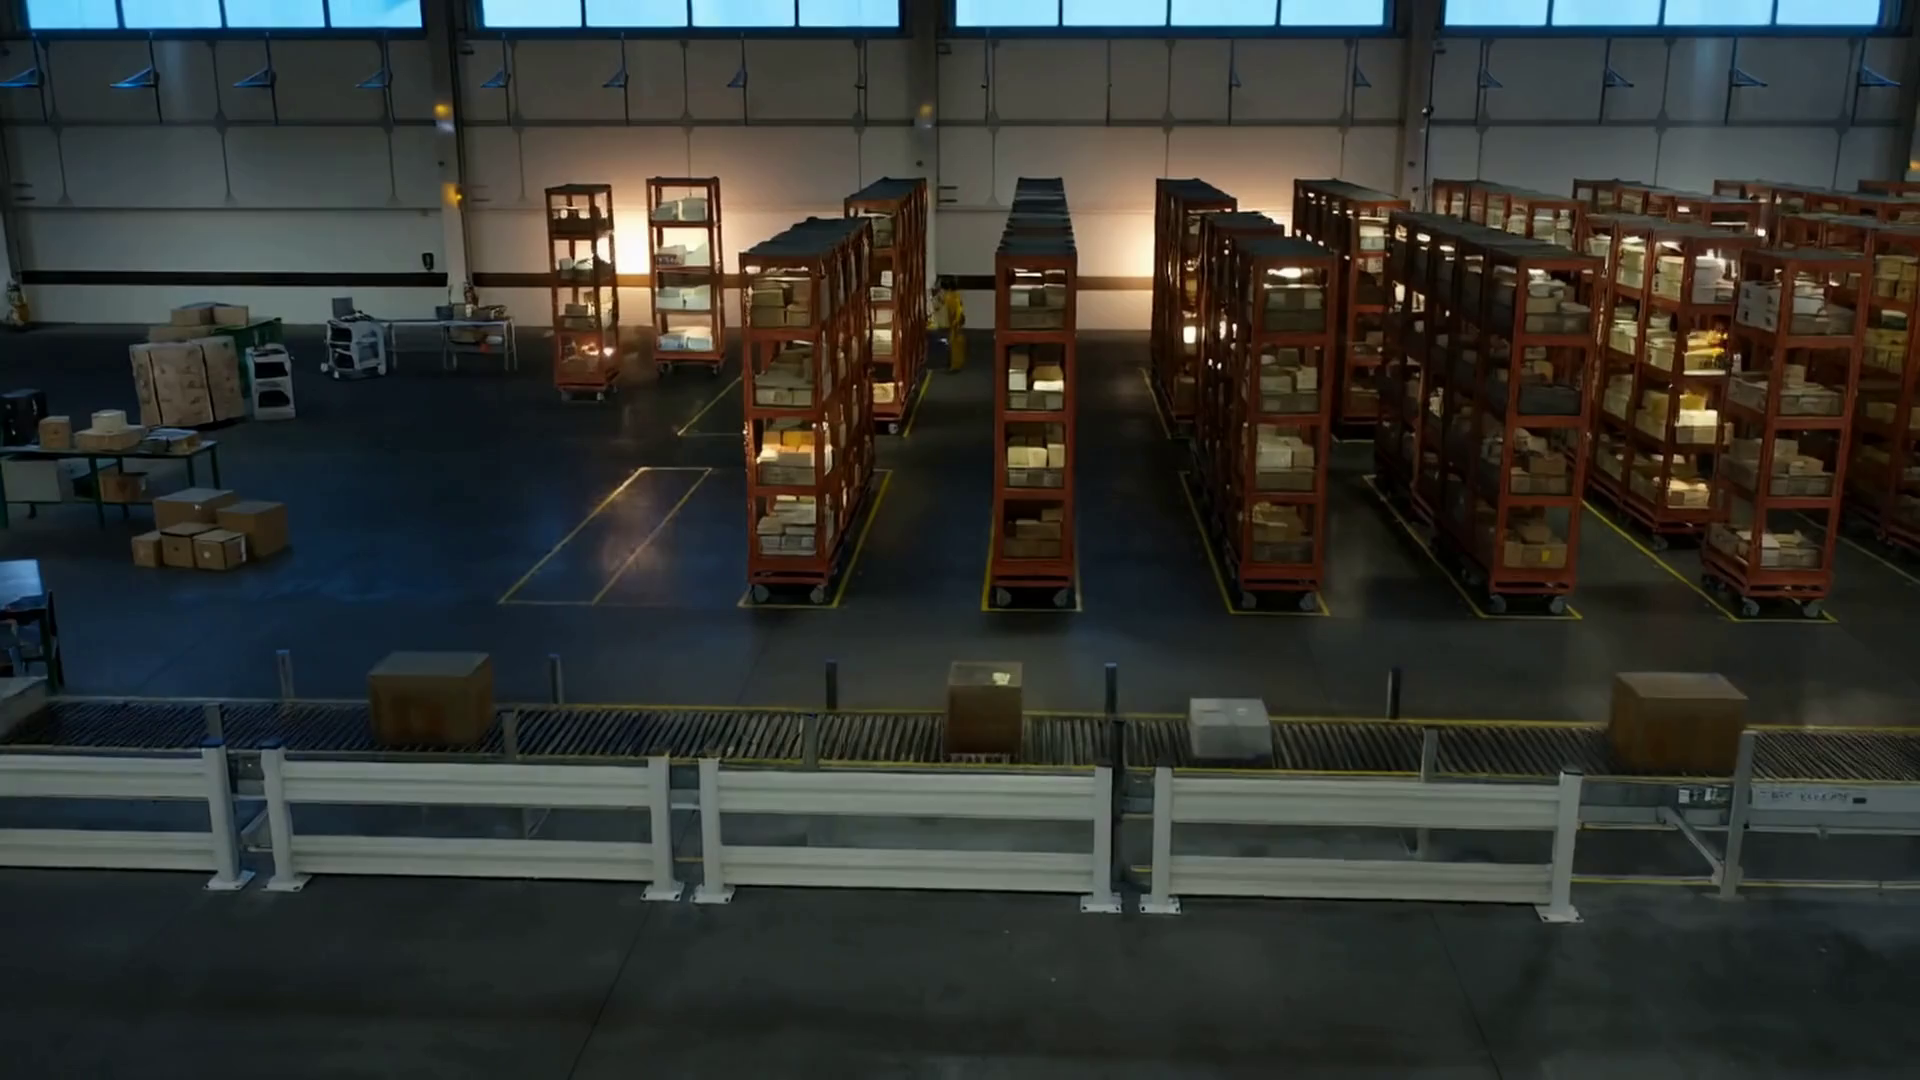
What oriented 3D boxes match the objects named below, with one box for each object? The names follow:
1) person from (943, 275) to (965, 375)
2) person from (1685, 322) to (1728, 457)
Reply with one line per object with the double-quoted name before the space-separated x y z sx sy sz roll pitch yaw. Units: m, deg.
"person" -0.100 -3.991 30.869 0.390 1.839 0.564 -2 15 -7
"person" 10.686 -2.181 23.998 0.921 1.934 0.668 13 20 40
